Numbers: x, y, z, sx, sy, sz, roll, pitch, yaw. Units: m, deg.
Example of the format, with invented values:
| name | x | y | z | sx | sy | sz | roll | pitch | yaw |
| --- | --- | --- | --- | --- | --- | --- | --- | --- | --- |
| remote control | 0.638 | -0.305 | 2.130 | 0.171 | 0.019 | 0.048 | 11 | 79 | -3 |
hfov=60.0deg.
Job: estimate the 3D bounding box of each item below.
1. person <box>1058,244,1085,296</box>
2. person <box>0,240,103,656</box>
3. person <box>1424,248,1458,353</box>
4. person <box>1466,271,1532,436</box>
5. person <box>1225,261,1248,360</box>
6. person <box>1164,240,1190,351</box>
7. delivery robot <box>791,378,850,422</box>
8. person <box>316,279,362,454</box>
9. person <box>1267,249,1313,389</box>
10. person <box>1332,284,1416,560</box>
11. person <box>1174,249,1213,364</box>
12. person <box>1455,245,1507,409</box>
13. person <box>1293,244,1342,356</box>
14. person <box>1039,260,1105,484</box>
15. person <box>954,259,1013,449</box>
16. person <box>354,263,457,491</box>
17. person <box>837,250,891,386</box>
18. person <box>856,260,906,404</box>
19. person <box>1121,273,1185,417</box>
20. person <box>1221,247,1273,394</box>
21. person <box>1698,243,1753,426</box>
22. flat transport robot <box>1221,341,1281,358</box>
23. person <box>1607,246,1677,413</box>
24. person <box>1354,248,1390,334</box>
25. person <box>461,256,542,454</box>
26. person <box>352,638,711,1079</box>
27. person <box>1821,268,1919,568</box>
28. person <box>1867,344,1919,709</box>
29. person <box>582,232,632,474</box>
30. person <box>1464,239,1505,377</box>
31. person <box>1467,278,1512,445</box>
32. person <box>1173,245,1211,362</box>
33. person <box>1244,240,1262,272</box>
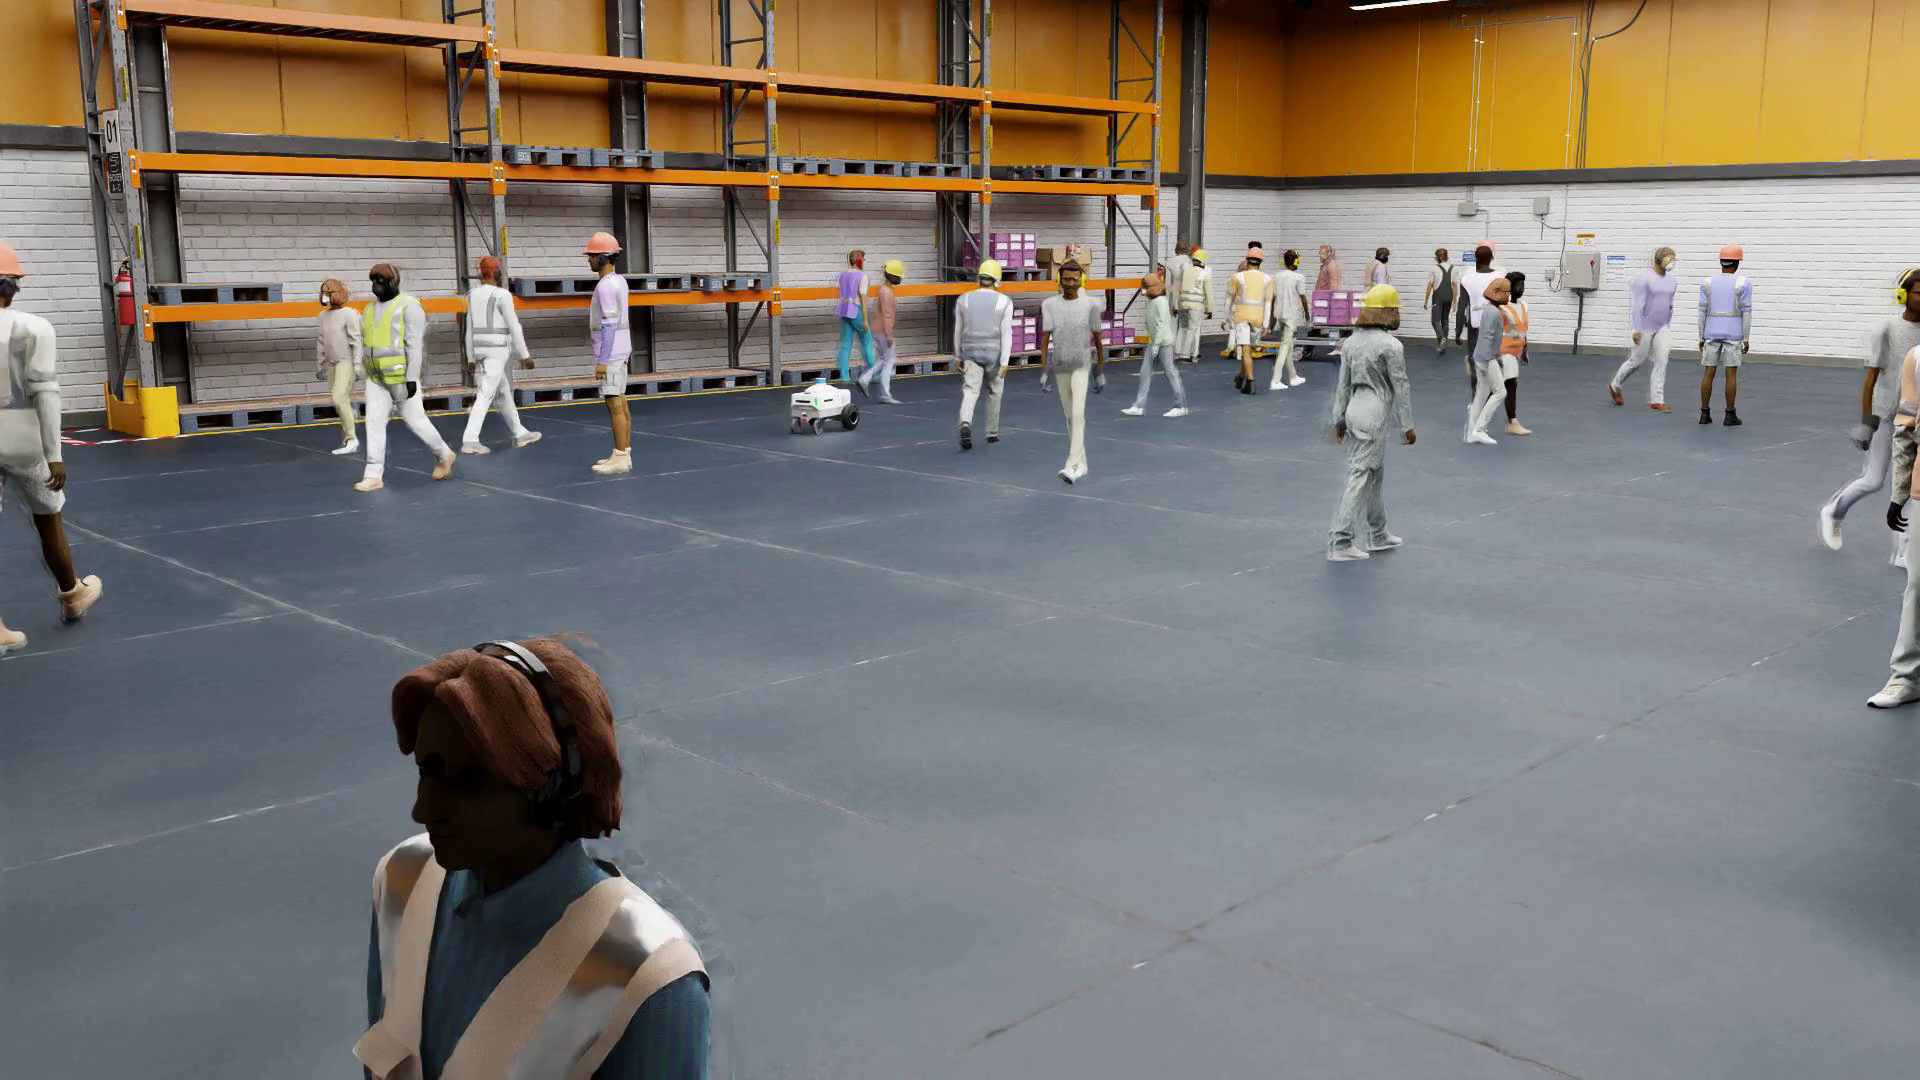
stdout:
| name | x | y | z | sx | sy | sz | roll | pitch | yaw |
| --- | --- | --- | --- | --- | --- | --- | --- | --- | --- |
| person | 1.662 | -3.451 | 24.770 | 0.397 | 1.900 | 0.635 | 0 | 10 | -1 |
| person | -4.697 | -0.478 | 8.255 | 0.639 | 1.994 | 1.036 | -1 | 10 | -5 |
| person | 8.259 | -4.078 | 28.414 | 0.525 | 1.811 | 0.757 | -2 | 11 | -9 |
| person | 5.557 | -1.925 | 17.075 | 0.538 | 1.668 | 0.763 | -9 | 14 | -42 |
| person | 4.550 | -3.706 | 26.921 | 0.531 | 1.621 | 0.368 | 3 | 11 | 14 |
| person | 3.882 | -4.280 | 29.178 | 0.631 | 1.934 | 0.365 | 0 | 10 | 0 |
| delivery robot | -1.431 | -1.428 | 17.129 | 0.477 | 0.478 | 0.707 | 5 | 12 | 27 |
| person | -5.751 | -1.584 | 15.309 | 0.524 | 1.620 | 0.425 | 7 | 12 | 33 |
| person | 4.425 | -2.914 | 22.034 | 0.904 | 1.827 | 0.508 | -7 | 13 | -35 |
| person | 2.646 | -0.732 | 10.424 | 0.781 | 1.714 | 0.487 | -5 | 11 | -24 |
| person | 3.753 | -3.699 | 26.398 | 0.609 | 1.790 | 0.838 | 10 | 14 | 43 |
| person | 6.035 | -2.443 | 19.232 | 0.626 | 1.902 | 0.460 | -1 | 10 | -5 |
| person | 6.071 | -4.018 | 27.945 | 0.977 | 1.854 | 0.670 | 2 | 11 | 13 |
| person | 0.895 | -1.373 | 13.642 | 0.502 | 1.812 | 0.947 | 4 | 11 | 20 |
| person | 0.209 | -1.751 | 15.764 | 0.594 | 1.797 | 0.834 | 3 | 11 | 14 |
| person | -4.518 | -1.324 | 13.408 | 0.622 | 1.815 | 0.887 | 5 | 11 | 25 |
| person | -1.315 | -2.987 | 22.432 | 0.596 | 1.812 | 0.854 | 10 | 14 | 44 |
| person | -0.919 | -2.470 | 19.862 | 0.574 | 1.723 | 0.575 | 0 | 10 | -1 |
| person | 2.166 | -2.156 | 18.500 | 0.787 | 1.597 | 0.508 | -3 | 11 | -15 |
| person | 3.721 | -2.838 | 21.490 | 0.564 | 1.859 | 1.027 | -2 | 11 | -9 |
| person | 8.159 | -2.187 | 17.753 | 0.542 | 1.938 | 0.357 | 9 | 14 | 40 |
| flat transport robot | 5.000 | -3.196 | 27.798 | 0.652 | 0.197 | 1.431 | 8 | 13 | 38 |
| person | 7.941 | -2.442 | 19.243 | 0.646 | 1.908 | 0.899 | -4 | 11 | -21 |
| person | 7.383 | -4.299 | 29.679 | 0.526 | 1.802 | 0.791 | -2 | 11 | -10 |
| person | -4.359 | -1.734 | 15.597 | 0.593 | 1.833 | 1.005 | 9 | 14 | 40 |
| person | -0.429 | 0.877 | 1.937 | 0.516 | 1.612 | 0.730 | 9 | 14 | 41 |
| person | 5.717 | -0.751 | 10.231 | 0.524 | 1.837 | 0.807 | -2 | 11 | -10 |
| person | 4.173 | -0.193 | 6.928 | 0.392 | 1.918 | 0.589 | -9 | 13 | -39 |
| person | -2.999 | -1.585 | 14.174 | 0.378 | 2.045 | 0.605 | 0 | 10 | -1 |
| person | 7.226 | -3.170 | 23.036 | 0.618 | 1.969 | 0.812 | -2 | 11 | -13 |
| person | 5.121 | -1.716 | 16.061 | 0.403 | 1.614 | 0.534 | 2 | 11 | 13 |
| person | 3.704 | -3.776 | 26.600 | 0.606 | 1.870 | 0.441 | 2 | 11 | 13 |
| person | 5.092 | -4.338 | 29.499 | 0.543 | 1.942 | 0.743 | -1 | 10 | -8 |
